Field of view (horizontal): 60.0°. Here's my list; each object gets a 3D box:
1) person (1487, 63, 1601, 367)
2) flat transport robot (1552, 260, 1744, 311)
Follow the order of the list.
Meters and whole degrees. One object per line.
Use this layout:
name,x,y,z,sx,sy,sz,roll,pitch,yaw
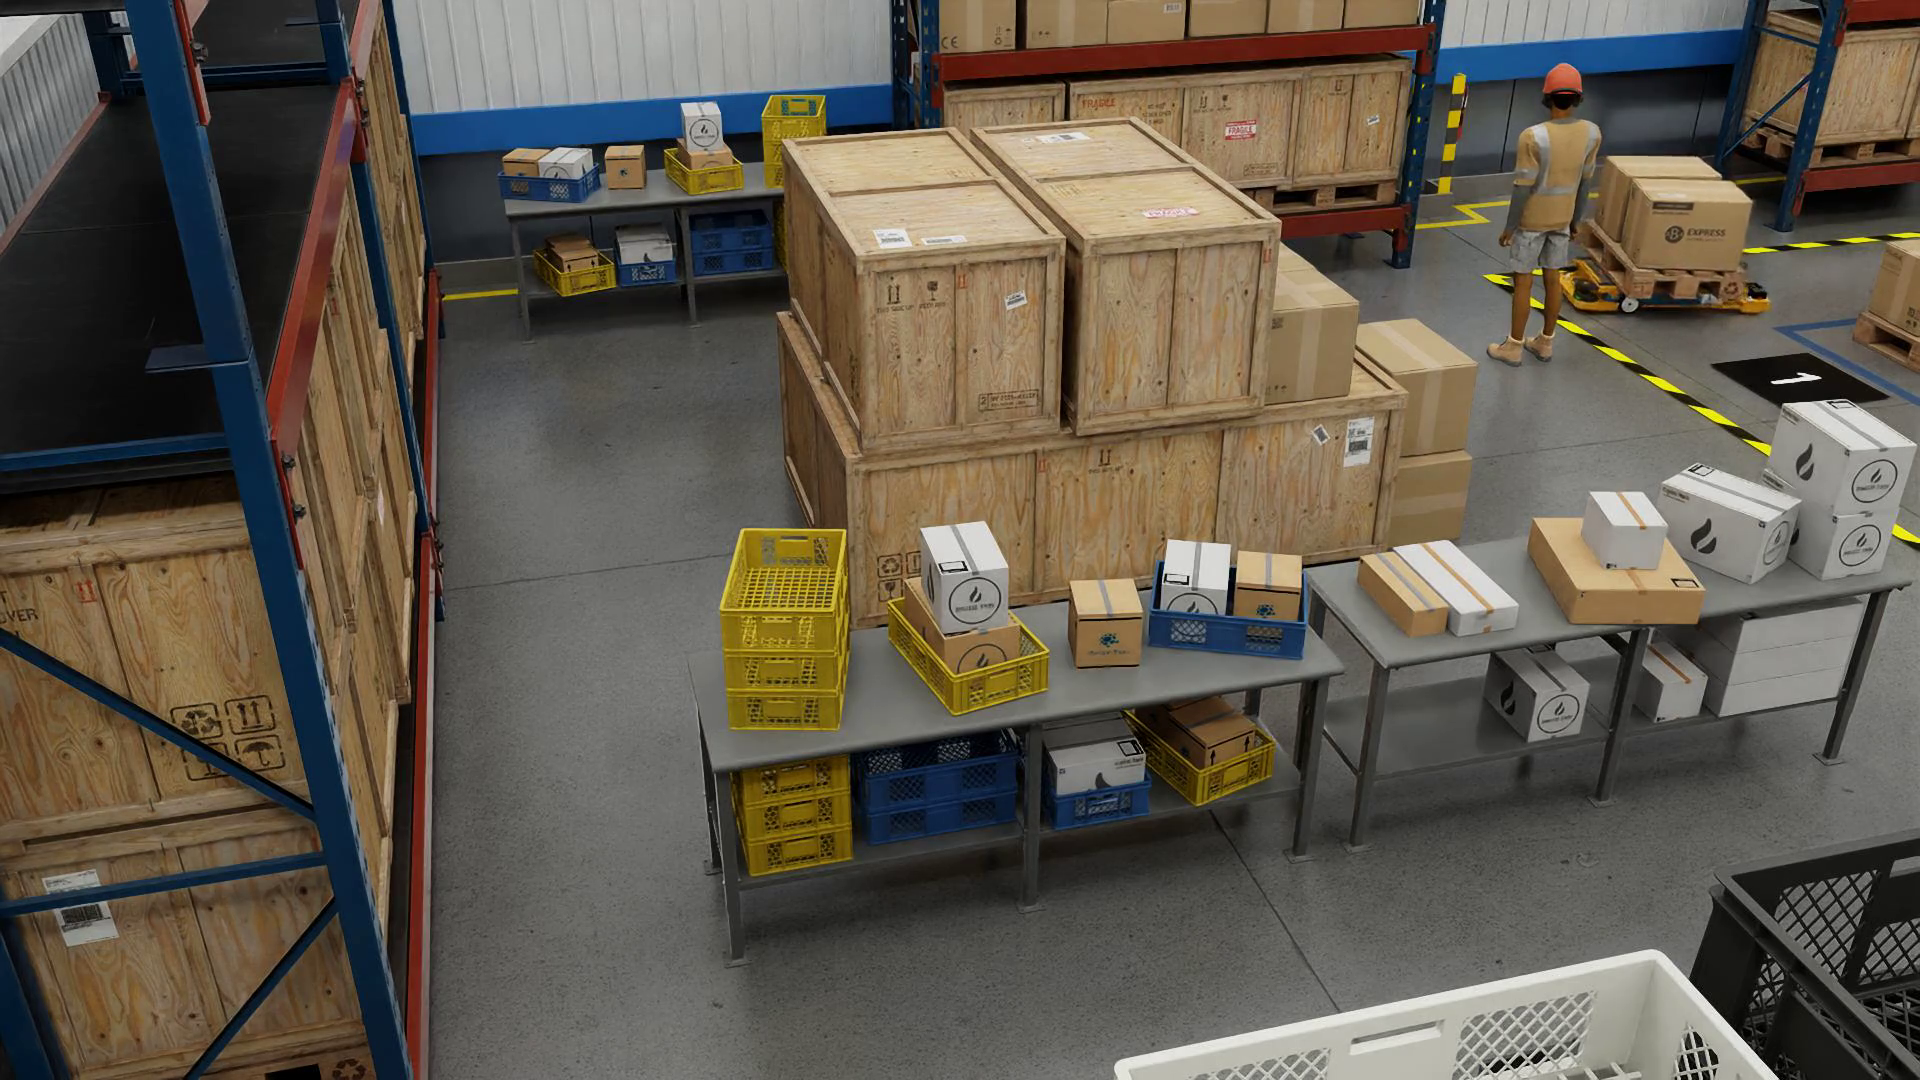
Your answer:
person,3.924,-2.175,11.230,0.613,2.038,0.383,-9,30,-16
flat transport robot,5.314,-1.943,12.614,1.431,0.197,0.652,1,29,2
